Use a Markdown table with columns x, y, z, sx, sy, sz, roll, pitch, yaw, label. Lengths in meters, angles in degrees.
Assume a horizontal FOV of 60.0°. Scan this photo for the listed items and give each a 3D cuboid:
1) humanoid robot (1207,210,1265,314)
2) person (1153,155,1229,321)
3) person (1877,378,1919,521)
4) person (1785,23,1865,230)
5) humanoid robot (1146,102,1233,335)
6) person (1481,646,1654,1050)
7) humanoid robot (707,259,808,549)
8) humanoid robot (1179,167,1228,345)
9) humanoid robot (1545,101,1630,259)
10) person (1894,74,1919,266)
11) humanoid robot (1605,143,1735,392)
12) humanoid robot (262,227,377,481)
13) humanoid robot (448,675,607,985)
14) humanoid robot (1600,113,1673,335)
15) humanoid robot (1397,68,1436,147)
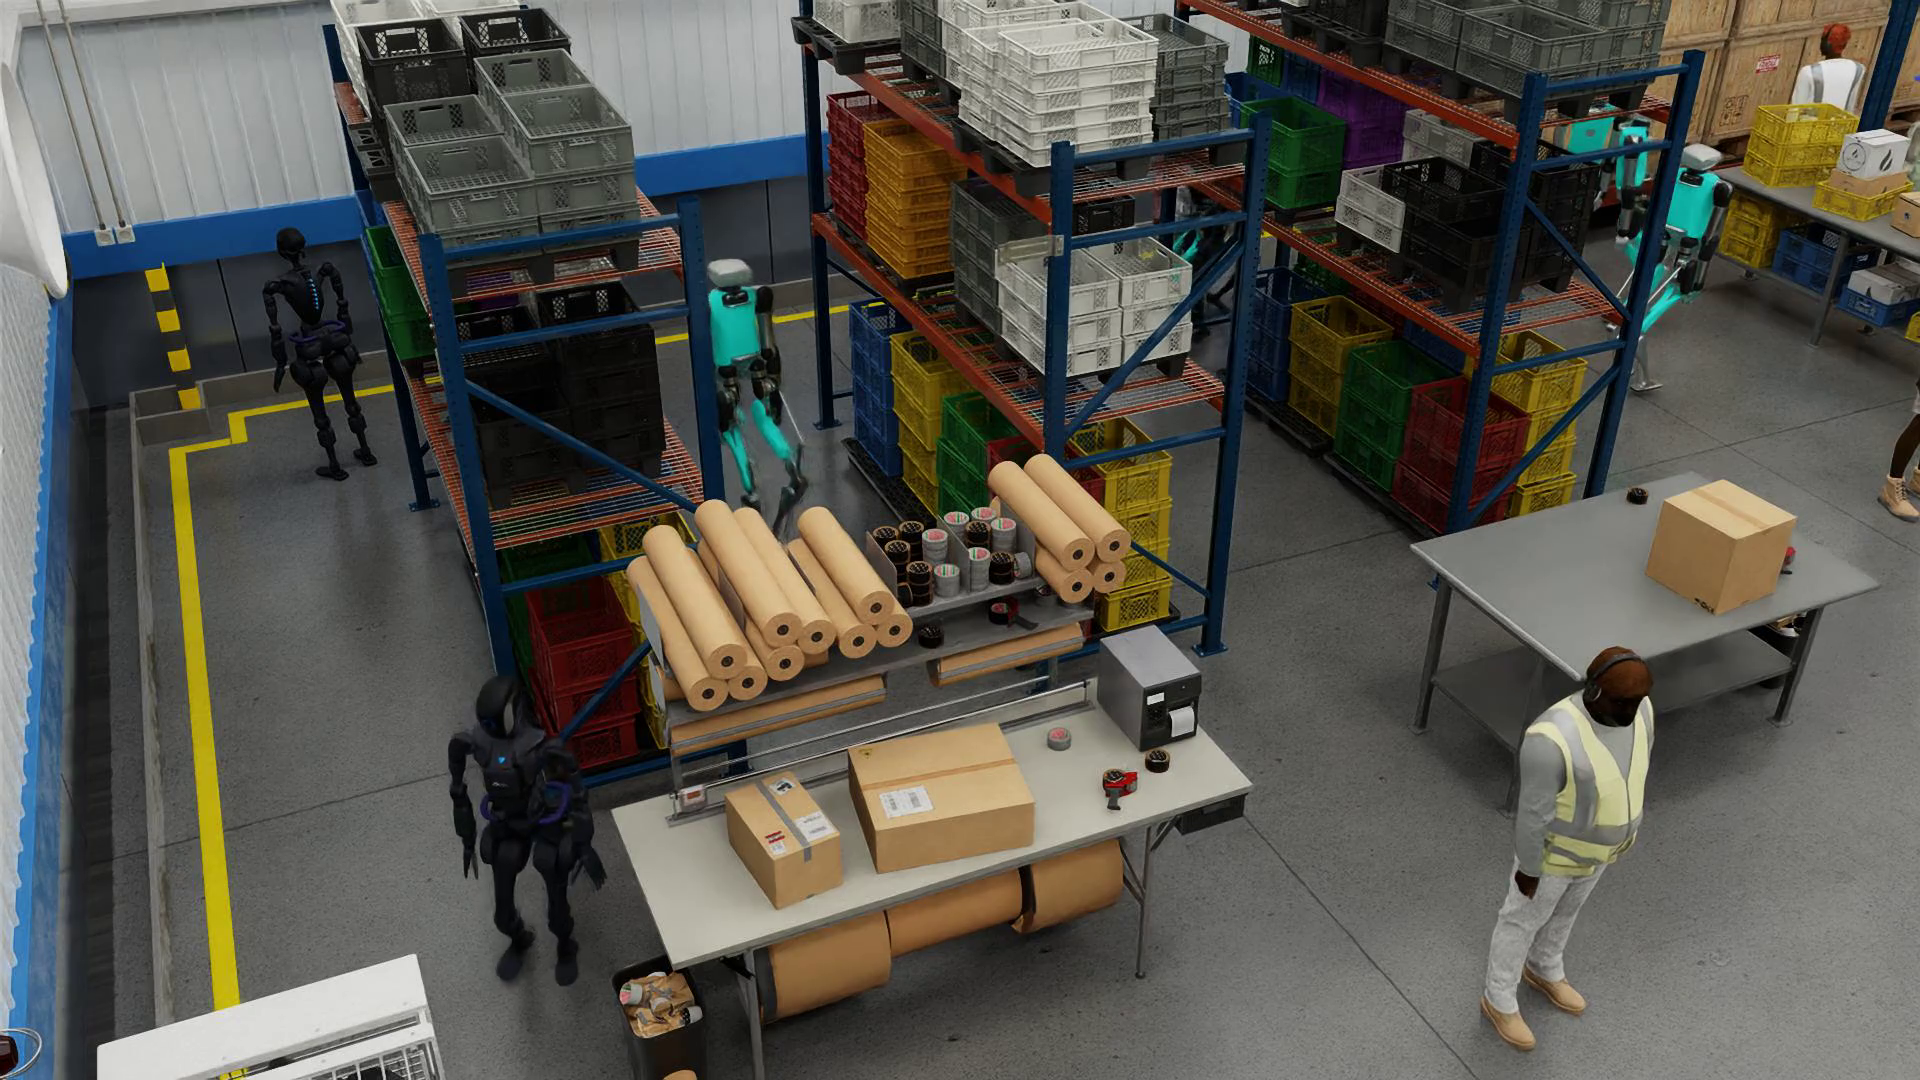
| x | y | z | sx | sy | sz | roll | pitch | yaw | label |
| --- | --- | --- | --- | --- | --- | --- | --- | --- | --- |
| 2.194 | -2.532 | 12.750 | 0.548 | 1.648 | 0.608 | 4 | 32 | 7 | humanoid robot |
| 1.729 | -2.454 | 12.463 | 0.587 | 1.834 | 0.404 | 3 | 32 | 5 | person |
| 6.061 | -1.070 | 10.019 | 0.614 | 2.041 | 0.381 | -12 | 34 | -19 | person |
| 7.135 | -3.362 | 13.914 | 0.583 | 1.868 | 0.354 | -4 | 32 | -6 | person |
| 1.650 | -2.339 | 12.315 | 0.686 | 1.743 | 0.530 | -16 | 35 | -25 | humanoid robot |
| 2.409 | 1.192 | 6.538 | 0.619 | 1.840 | 0.431 | -18 | 36 | -27 | person |
| -1.164 | -0.674 | 9.718 | 0.548 | 1.816 | 0.861 | -20 | 37 | -30 | humanoid robot |
| 1.776 | -2.296 | 12.346 | 0.314 | 1.650 | 0.609 | -14 | 34 | -22 | humanoid robot |
| 4.863 | -2.846 | 13.194 | 0.551 | 1.758 | 0.838 | 7 | 32 | 11 | humanoid robot |
| 7.395 | -2.770 | 12.890 | 0.434 | 1.935 | 0.620 | 17 | 36 | 25 | person |
| 4.788 | -1.837 | 11.458 | 0.741 | 1.695 | 0.531 | -20 | 37 | -29 | humanoid robot |
| -4.073 | -1.182 | 10.532 | 0.315 | 1.657 | 0.599 | 23 | 39 | 33 | humanoid robot |
| -1.731 | 1.181 | 6.718 | 0.599 | 1.644 | 0.413 | 2 | 32 | 3 | humanoid robot |
| 5.135 | -2.346 | 12.413 | 0.684 | 1.829 | 0.531 | 11 | 33 | 18 | humanoid robot |
| 3.648 | -3.253 | 13.898 | 0.599 | 1.655 | 0.315 | 3 | 32 | 5 | humanoid robot |
